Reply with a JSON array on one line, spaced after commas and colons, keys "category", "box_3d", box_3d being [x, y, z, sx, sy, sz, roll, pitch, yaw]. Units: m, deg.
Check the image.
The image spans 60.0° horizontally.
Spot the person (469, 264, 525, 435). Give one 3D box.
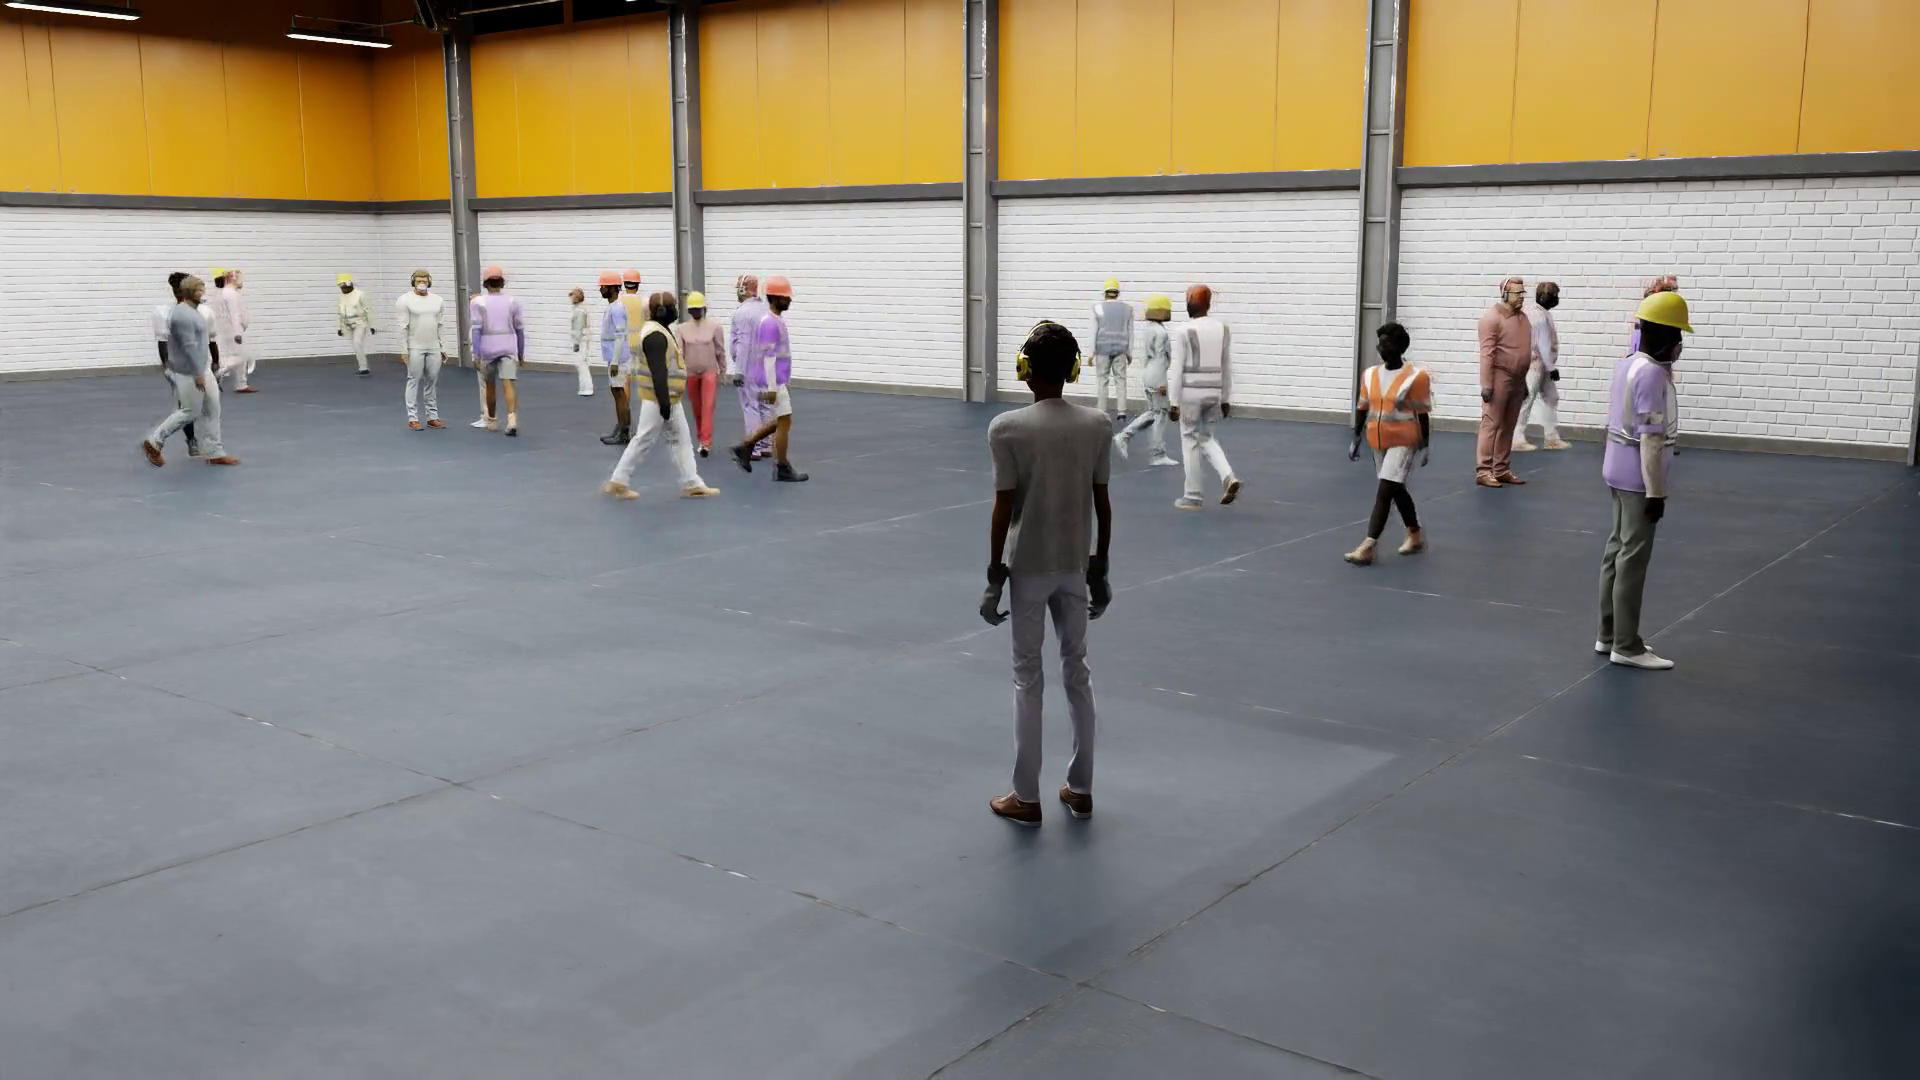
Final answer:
[{"category": "person", "box_3d": [-5.404, -2.224, 19.495, 0.631, 1.999, 1.041, -5, 11, -27]}]

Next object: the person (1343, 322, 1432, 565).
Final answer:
[{"category": "person", "box_3d": [2.969, -0.670, 11.457, 0.889, 1.646, 0.537, -7, 12, -36]}]

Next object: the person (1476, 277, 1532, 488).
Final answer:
[{"category": "person", "box_3d": [4.983, -1.435, 15.149, 0.652, 1.906, 0.403, -8, 12, -37]}]

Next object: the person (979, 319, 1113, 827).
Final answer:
[{"category": "person", "box_3d": [0.319, 0.127, 6.163, 0.533, 1.871, 0.320, -4, 11, -23]}]

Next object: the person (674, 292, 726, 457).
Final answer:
[{"category": "person", "box_3d": [-2.738, -1.734, 17.435, 0.543, 1.709, 0.929, 0, 10, -1]}]

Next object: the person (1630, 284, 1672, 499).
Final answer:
[{"category": "person", "box_3d": [5.978, -1.288, 14.458, 0.389, 1.849, 0.565, 2, 10, 13]}]

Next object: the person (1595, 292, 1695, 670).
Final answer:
[{"category": "person", "box_3d": [3.510, -0.307, 8.548, 0.381, 1.918, 0.584, 1, 10, 7]}]

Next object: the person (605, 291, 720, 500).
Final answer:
[{"category": "person", "box_3d": [-2.609, -1.230, 14.273, 0.951, 1.808, 0.645, -1, 10, -3]}]

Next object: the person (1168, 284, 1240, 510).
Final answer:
[{"category": "person", "box_3d": [2.003, -1.158, 13.642, 0.580, 1.870, 0.514, -6, 11, -31]}]

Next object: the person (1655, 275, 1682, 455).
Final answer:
[{"category": "person", "box_3d": [7.308, -1.825, 17.443, 0.515, 1.894, 0.663, 4, 11, 22]}]

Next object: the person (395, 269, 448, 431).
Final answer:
[{"category": "person", "box_3d": [-6.464, -2.290, 20.040, 0.375, 1.936, 0.628, 8, 13, 40]}]

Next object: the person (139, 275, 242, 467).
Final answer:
[{"category": "person", "box_3d": [-7.626, -1.642, 16.367, 0.831, 1.914, 0.632, -1, 10, -8]}]

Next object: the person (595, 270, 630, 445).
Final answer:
[{"category": "person", "box_3d": [-3.853, -2.028, 18.508, 0.354, 1.939, 0.544, -3, 10, -17]}]

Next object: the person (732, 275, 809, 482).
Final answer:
[{"category": "person", "box_3d": [-1.770, -1.488, 15.422, 0.637, 1.918, 0.565, 0, 10, -2]}]

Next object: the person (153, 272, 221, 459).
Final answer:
[{"category": "person", "box_3d": [-7.828, -1.751, 16.916, 0.604, 1.920, 0.936, -6, 11, -30]}]

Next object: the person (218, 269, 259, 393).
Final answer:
[{"category": "person", "box_3d": [-11.048, -3.153, 25.203, 0.592, 1.885, 0.660, -4, 11, -23]}]

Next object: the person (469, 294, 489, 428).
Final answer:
[{"category": "person", "box_3d": [-5.837, -2.185, 20.317, 0.333, 1.631, 0.516, -4, 10, -20]}]

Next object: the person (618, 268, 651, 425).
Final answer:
[{"category": "person", "box_3d": [-4.048, -2.388, 20.609, 0.551, 1.934, 0.373, -2, 10, -10]}]

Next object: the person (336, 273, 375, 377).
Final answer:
[{"category": "person", "box_3d": [-10.379, -3.680, 28.551, 0.611, 1.788, 0.610, 5, 11, 26]}]

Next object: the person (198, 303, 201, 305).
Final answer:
[{"category": "person", "box_3d": [-13.571, -3.755, 29.302, 0.549, 1.679, 0.597, 8, 13, 39]}]

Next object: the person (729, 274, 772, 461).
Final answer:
[{"category": "person", "box_3d": [-2.162, -1.762, 17.066, 0.402, 1.902, 0.652, 3, 10, 19]}]

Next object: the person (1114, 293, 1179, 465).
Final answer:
[{"category": "person", "box_3d": [1.887, -1.596, 16.594, 0.566, 1.732, 0.484, -2, 10, -10]}]

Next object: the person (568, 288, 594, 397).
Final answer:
[{"category": "person", "box_3d": [-5.667, -2.943, 24.812, 0.326, 1.609, 0.608, -3, 10, -15]}]

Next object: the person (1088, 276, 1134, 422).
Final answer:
[{"category": "person", "box_3d": [1.897, -2.390, 20.932, 0.597, 1.830, 0.403, -2, 10, -10]}]

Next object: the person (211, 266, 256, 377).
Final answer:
[{"category": "person", "box_3d": [-12.583, -3.761, 28.686, 0.586, 1.905, 0.772, 5, 11, 26]}]

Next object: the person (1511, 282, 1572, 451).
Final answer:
[{"category": "person", "box_3d": [6.272, -1.834, 17.742, 0.758, 1.814, 0.625, 4, 11, 24]}]
